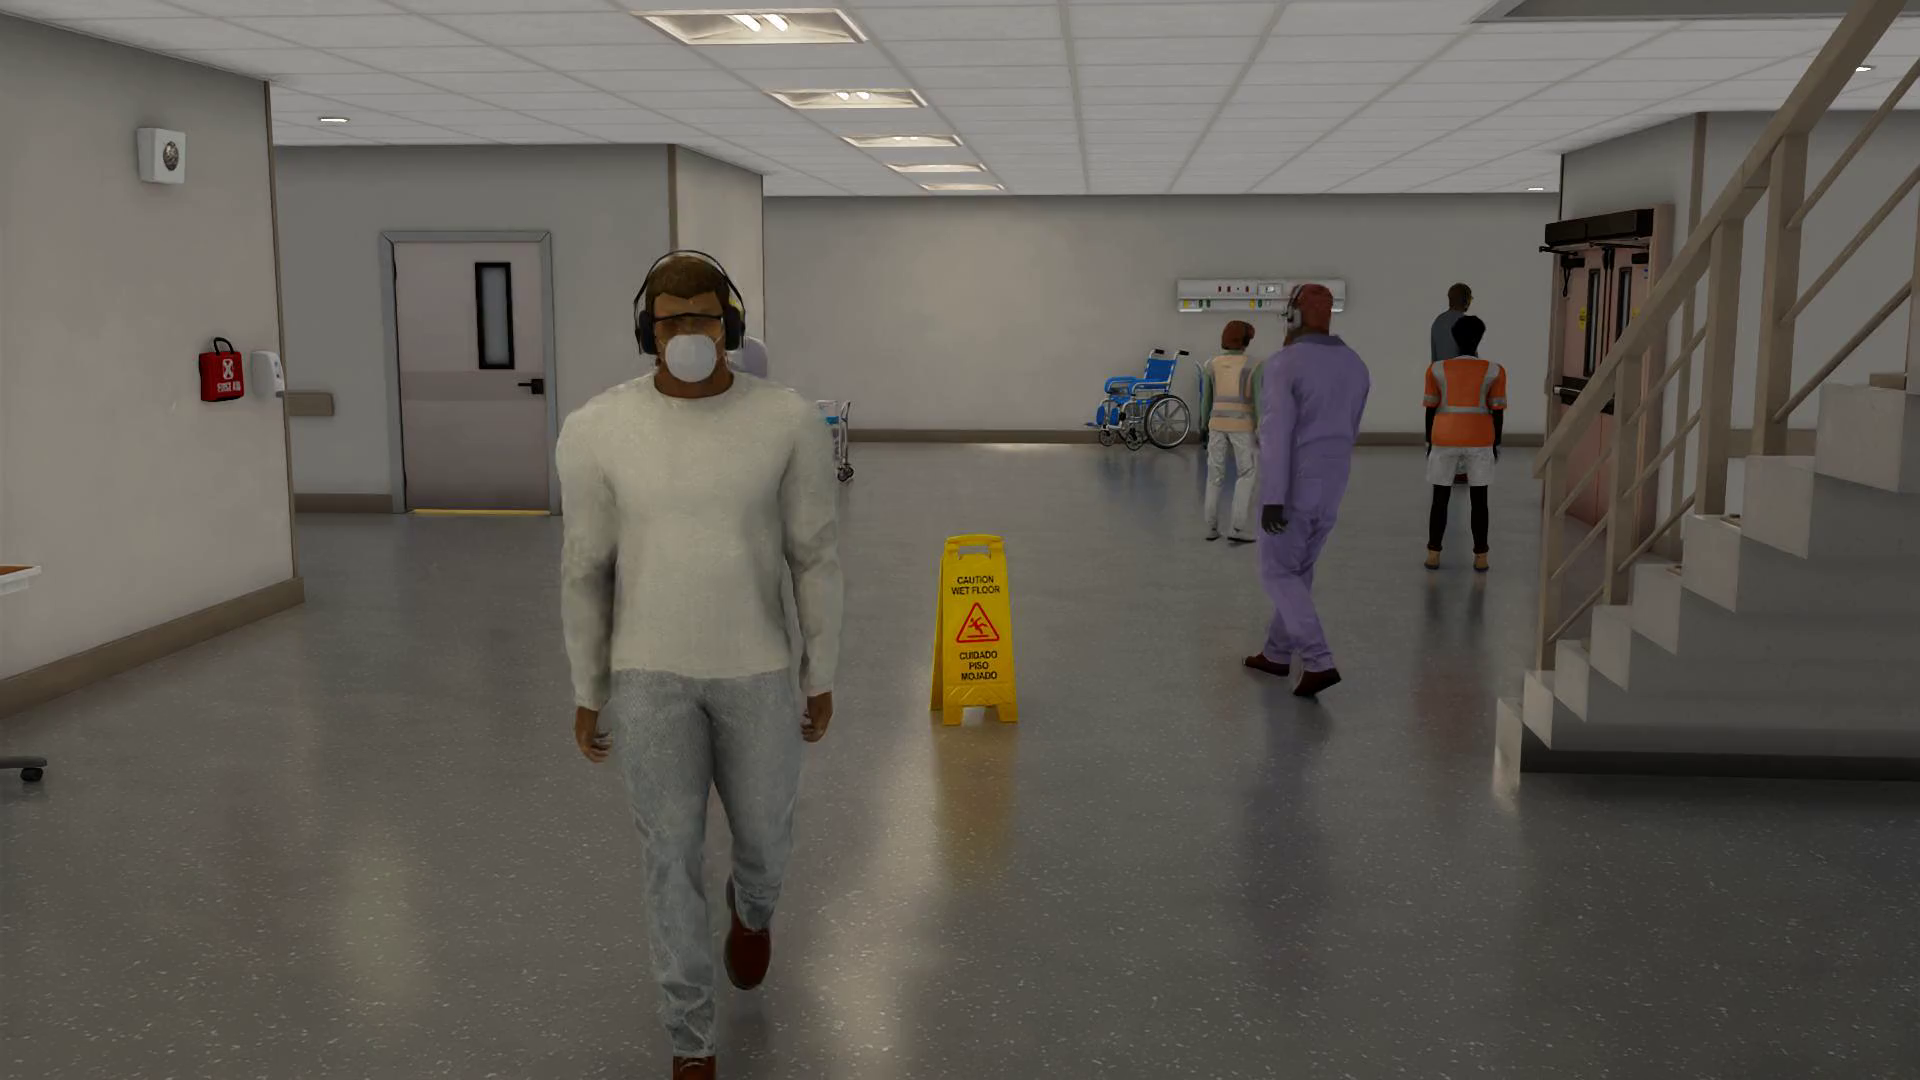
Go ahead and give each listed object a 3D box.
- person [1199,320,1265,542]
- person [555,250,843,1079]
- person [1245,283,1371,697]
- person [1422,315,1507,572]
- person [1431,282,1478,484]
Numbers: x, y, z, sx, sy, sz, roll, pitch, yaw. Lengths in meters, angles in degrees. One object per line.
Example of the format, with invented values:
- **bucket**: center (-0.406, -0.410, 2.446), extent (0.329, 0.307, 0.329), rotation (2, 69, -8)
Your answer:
- **person**: center (1.992, -0.797, 12.263), extent (0.596, 1.628, 0.336), rotation (7, 11, 39)
- **person**: center (-0.593, 0.296, 3.871), extent (0.639, 1.918, 0.734), rotation (-1, 8, -8)
- **person**: center (1.551, -0.234, 7.685), extent (0.695, 1.863, 0.853), rotation (-6, 10, -35)
- **person**: center (3.319, -0.635, 10.982), extent (0.535, 1.688, 0.321), rotation (3, 9, 19)
- **person**: center (4.789, -1.512, 16.087), extent (0.372, 1.940, 0.632), rotation (-3, 9, -19)
